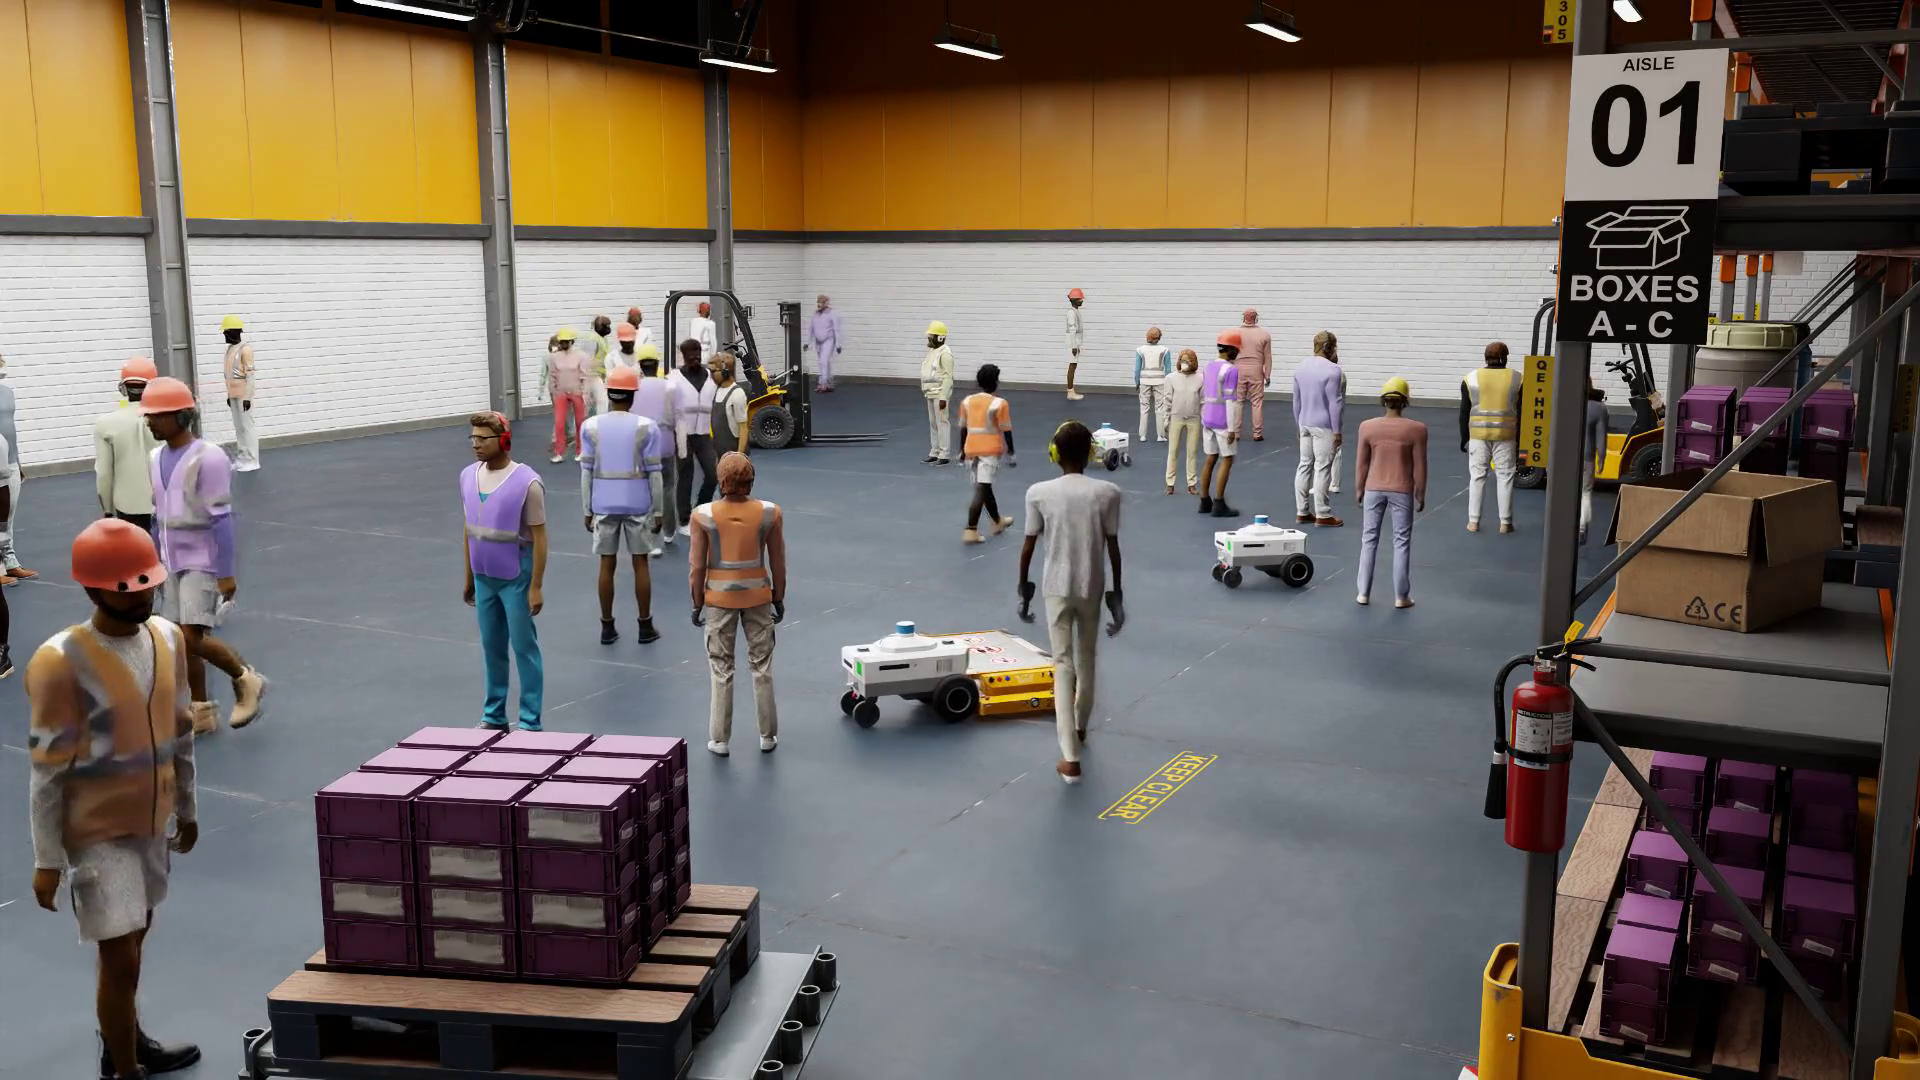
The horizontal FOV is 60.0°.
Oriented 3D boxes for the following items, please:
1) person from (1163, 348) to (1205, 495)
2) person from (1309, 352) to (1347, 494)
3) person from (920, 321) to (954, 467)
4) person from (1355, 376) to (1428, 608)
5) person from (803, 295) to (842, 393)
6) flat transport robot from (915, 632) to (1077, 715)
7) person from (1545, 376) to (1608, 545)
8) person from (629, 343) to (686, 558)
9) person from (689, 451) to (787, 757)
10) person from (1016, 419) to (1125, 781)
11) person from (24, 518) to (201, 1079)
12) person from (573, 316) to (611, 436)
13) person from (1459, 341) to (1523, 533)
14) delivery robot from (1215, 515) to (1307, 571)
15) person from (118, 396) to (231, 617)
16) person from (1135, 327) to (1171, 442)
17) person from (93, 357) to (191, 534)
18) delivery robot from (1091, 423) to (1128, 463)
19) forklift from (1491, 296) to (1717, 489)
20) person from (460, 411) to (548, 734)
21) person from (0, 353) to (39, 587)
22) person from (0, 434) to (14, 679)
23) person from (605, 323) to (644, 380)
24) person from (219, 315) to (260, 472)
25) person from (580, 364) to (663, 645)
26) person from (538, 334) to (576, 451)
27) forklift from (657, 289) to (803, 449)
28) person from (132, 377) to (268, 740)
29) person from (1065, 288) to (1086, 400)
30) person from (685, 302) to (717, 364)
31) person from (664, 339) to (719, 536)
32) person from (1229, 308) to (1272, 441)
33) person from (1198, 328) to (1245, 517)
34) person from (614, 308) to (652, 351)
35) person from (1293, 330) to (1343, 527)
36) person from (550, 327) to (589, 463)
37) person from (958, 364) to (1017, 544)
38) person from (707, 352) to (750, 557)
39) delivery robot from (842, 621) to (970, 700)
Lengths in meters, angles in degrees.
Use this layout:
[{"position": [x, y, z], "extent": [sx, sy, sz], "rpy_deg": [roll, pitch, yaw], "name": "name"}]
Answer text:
[{"position": [2.507, -1.312, 18.505], "extent": [0.498, 1.633, 0.282], "rpy_deg": [0, 10, 2], "name": "person"}, {"position": [4.075, -1.315, 18.500], "extent": [0.512, 1.641, 0.309], "rpy_deg": [-6, 11, -30], "name": "person"}, {"position": [-0.295, -1.847, 21.012], "extent": [0.404, 1.837, 0.590], "rpy_deg": [-4, 11, -21], "name": "person"}, {"position": [3.281, -0.365, 12.692], "extent": [0.539, 1.755, 0.378], "rpy_deg": [5, 11, 26], "name": "person"}, {"position": [-2.677, -3.742, 31.878], "extent": [0.653, 1.869, 0.880], "rpy_deg": [9, 13, 41], "name": "person"}, {"position": [0.192, 0.788, 10.287], "extent": [0.652, 0.197, 1.431], "rpy_deg": [-4, 10, -20], "name": "flat transport robot"}, {"position": [5.609, -0.728, 15.155], "extent": [0.515, 1.618, 0.358], "rpy_deg": [3, 10, 19], "name": "person"}, {"position": [-2.761, -0.824, 14.948], "extent": [0.593, 1.874, 0.973], "rpy_deg": [-2, 10, -9], "name": "person"}, {"position": [-1.185, 0.345, 8.891], "extent": [0.524, 1.639, 0.306], "rpy_deg": [-3, 10, -16], "name": "person"}, {"position": [0.569, 0.280, 8.748], "extent": [0.540, 1.818, 0.960], "rpy_deg": [-1, 10, -4], "name": "person"}, {"position": [-2.583, 0.867, 5.137], "extent": [0.557, 1.905, 0.602], "rpy_deg": [3, 10, 17], "name": "person"}, {"position": [-5.358, -2.366, 24.238], "extent": [0.696, 1.782, 0.655], "rpy_deg": [0, 10, -2], "name": "person"}, {"position": [5.130, -0.986, 16.028], "extent": [0.624, 1.841, 0.430], "rpy_deg": [4, 10, 21], "name": "person"}, {"position": [2.440, 0.043, 13.507], "extent": [0.707, 0.478, 0.477], "rpy_deg": [-2, 10, -11], "name": "delivery robot"}, {"position": [-5.647, -0.191, 11.815], "extent": [0.721, 1.705, 0.485], "rpy_deg": [-4, 10, -20], "name": "person"}, {"position": [2.741, -2.200, 23.634], "extent": [0.526, 1.637, 0.309], "rpy_deg": [3, 10, 15], "name": "person"}, {"position": [-5.465, -0.233, 11.210], "extent": [0.612, 1.994, 0.395], "rpy_deg": [-4, 11, -24], "name": "person"}, {"position": [1.824, -1.218, 20.810], "extent": [0.477, 0.478, 0.707], "rpy_deg": [6, 12, 31], "name": "delivery robot"}, {"position": [7.296, -1.677, 18.993], "extent": [2.313, 2.155, 1.214], "rpy_deg": [5, 11, 27], "name": "forklift"}, {"position": [-2.469, 0.214, 9.053], "extent": [0.565, 1.847, 0.396], "rpy_deg": [6, 11, 30], "name": "person"}, {"position": [-7.803, -0.593, 13.462], "extent": [0.372, 1.940, 0.630], "rpy_deg": [0, 10, 0], "name": "person"}, {"position": [-6.256, -0.081, 10.436], "extent": [0.603, 1.958, 0.380], "rpy_deg": [1, 10, 6], "name": "person"}, {"position": [-3.834, -1.575, 19.303], "extent": [0.539, 1.873, 0.962], "rpy_deg": [-3, 10, -15], "name": "person"}, {"position": [-8.895, -1.807, 20.522], "extent": [0.585, 1.928, 0.365], "rpy_deg": [9, 13, 42], "name": "person"}, {"position": [-2.321, -0.238, 11.443], "extent": [0.557, 1.928, 0.396], "rpy_deg": [0, 10, -2], "name": "person"}, {"position": [-5.516, -2.038, 22.879], "extent": [0.523, 1.580, 0.903], "rpy_deg": [2, 10, 14], "name": "person"}, {"position": [-3.358, -2.392, 23.136], "extent": [2.313, 2.155, 1.214], "rpy_deg": [-1, 10, -5], "name": "forklift"}, {"position": [-4.189, 0.118, 9.091], "extent": [0.635, 2.023, 0.494], "rpy_deg": [6, 11, 31], "name": "person"}, {"position": [2.118, -3.588, 30.495], "extent": [0.375, 2.044, 0.607], "rpy_deg": [1, 10, 6], "name": "person"}, {"position": [-4.444, -3.178, 28.718], "extent": [0.586, 1.831, 0.953], "rpy_deg": [7, 12, 35], "name": "person"}, {"position": [-2.517, -0.961, 15.739], "extent": [0.664, 1.884, 0.470], "rpy_deg": [-8, 13, -39], "name": "person"}, {"position": [4.125, -2.358, 23.770], "extent": [0.651, 1.907, 0.409], "rpy_deg": [2, 10, 11], "name": "person"}, {"position": [2.691, -1.199, 17.023], "extent": [0.397, 1.926, 0.566], "rpy_deg": [-4, 11, -23], "name": "person"}, {"position": [-4.981, -2.615, 25.463], "extent": [0.595, 1.830, 1.005], "rpy_deg": [-4, 11, -22], "name": "person"}, {"position": [3.528, -1.092, 16.368], "extent": [0.373, 1.933, 0.627], "rpy_deg": [-5, 11, -29], "name": "person"}, {"position": [-4.998, -1.834, 21.223], "extent": [0.535, 1.732, 0.817], "rpy_deg": [1, 10, 5], "name": "person"}, {"position": [0.290, -0.811, 15.543], "extent": [0.549, 1.647, 0.868], "rpy_deg": [9, 13, 41], "name": "person"}, {"position": [-2.001, -0.711, 14.438], "extent": [0.350, 1.836, 0.505], "rpy_deg": [-5, 11, -29], "name": "person"}, {"position": [-0.315, 0.715, 9.618], "extent": [0.707, 0.478, 0.477], "rpy_deg": [-4, 11, -20], "name": "delivery robot"}]
